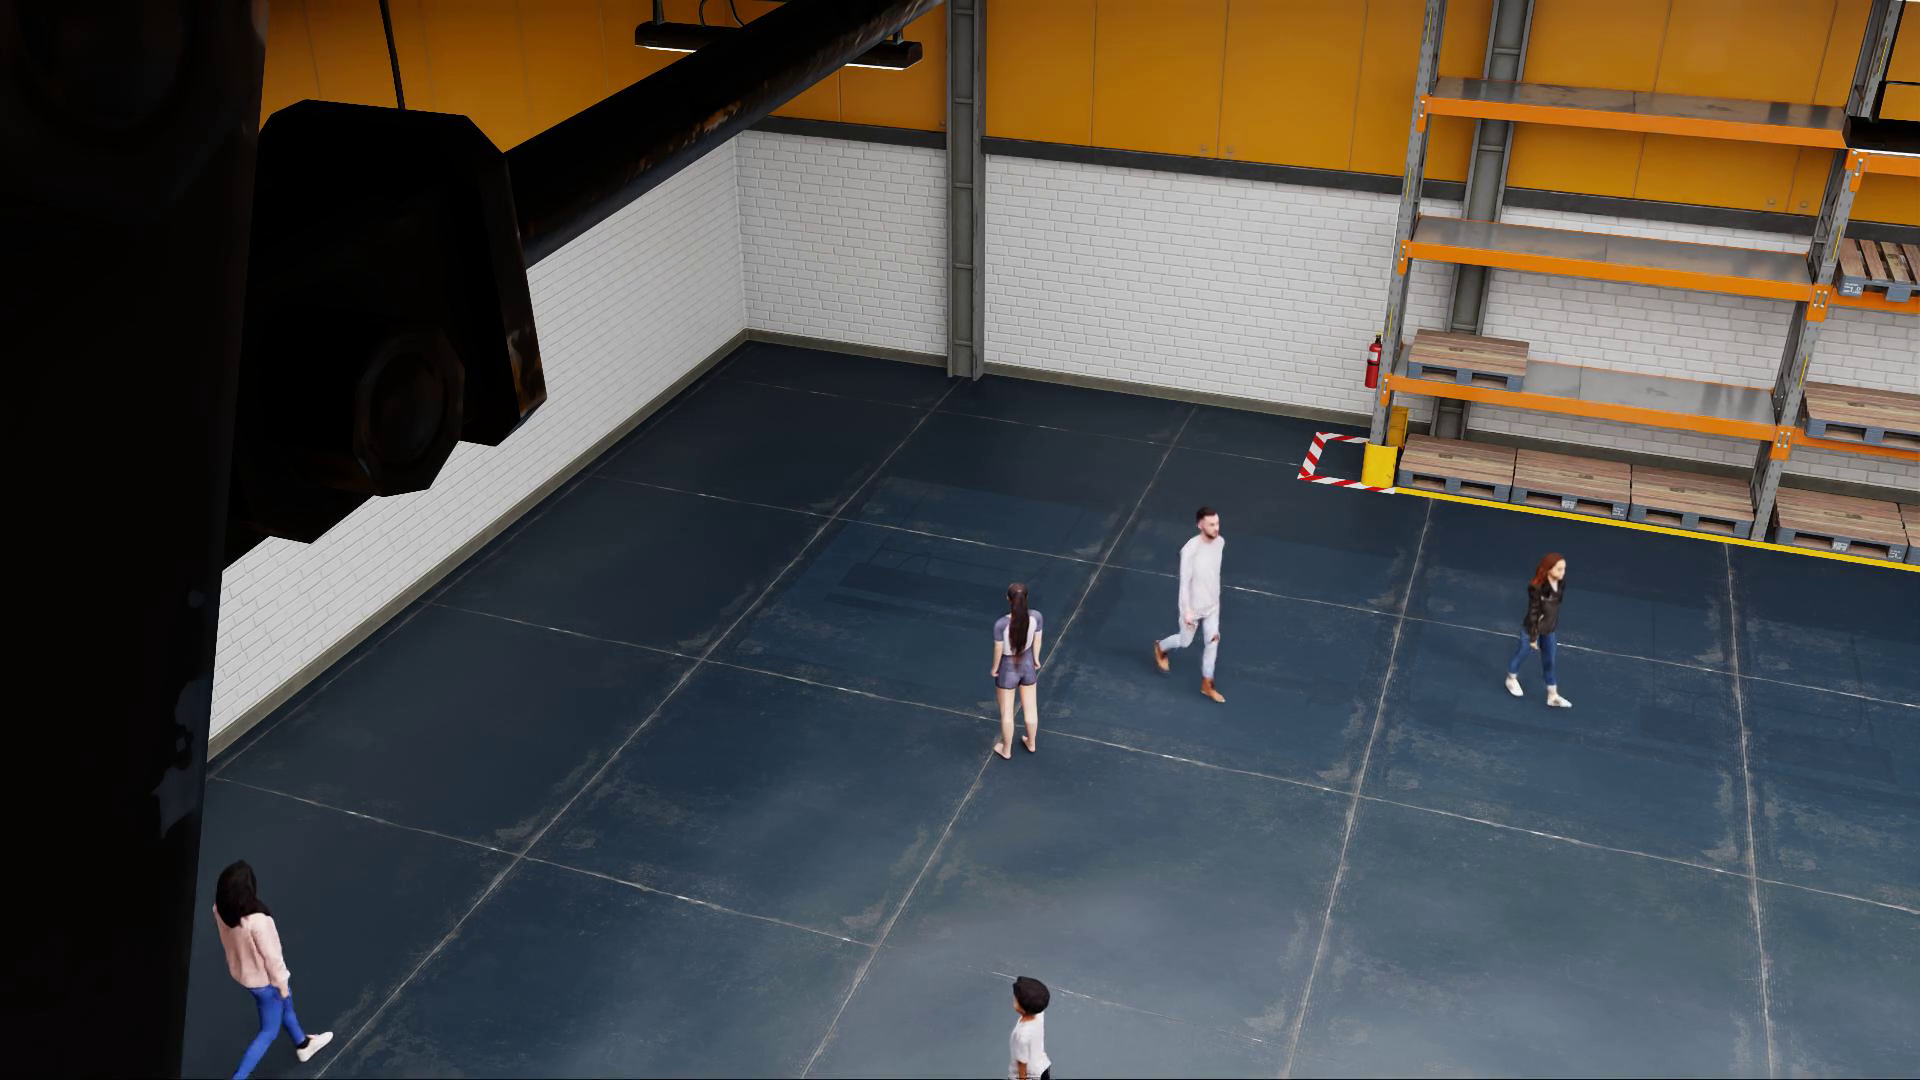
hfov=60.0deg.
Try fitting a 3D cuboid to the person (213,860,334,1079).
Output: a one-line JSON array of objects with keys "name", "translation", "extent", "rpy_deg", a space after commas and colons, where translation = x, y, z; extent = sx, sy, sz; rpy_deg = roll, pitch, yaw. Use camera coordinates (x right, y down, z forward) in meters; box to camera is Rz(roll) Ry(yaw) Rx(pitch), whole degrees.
[{"name": "person", "translation": [-4.479, 2.810, 10.458], "extent": [1.139, 1.741, 0.920], "rpy_deg": [19, 34, 31]}]

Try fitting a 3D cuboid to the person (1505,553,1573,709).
[{"name": "person", "translation": [5.007, 0.740, 14.554], "extent": [0.890, 1.454, 0.951], "rpy_deg": [-12, 31, -21]}]

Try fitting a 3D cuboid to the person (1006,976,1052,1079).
[{"name": "person", "translation": [0.478, 3.225, 10.214], "extent": [0.655, 1.247, 0.543], "rpy_deg": [15, 32, 25]}]

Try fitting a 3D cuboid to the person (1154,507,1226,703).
[{"name": "person", "translation": [2.036, 0.510, 14.596], "extent": [1.073, 1.817, 1.201], "rpy_deg": [-18, 33, -29]}]

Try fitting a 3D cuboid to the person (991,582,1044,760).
[{"name": "person", "translation": [0.475, 1.071, 13.741], "extent": [0.663, 1.650, 0.729], "rpy_deg": [-12, 31, -20]}]
